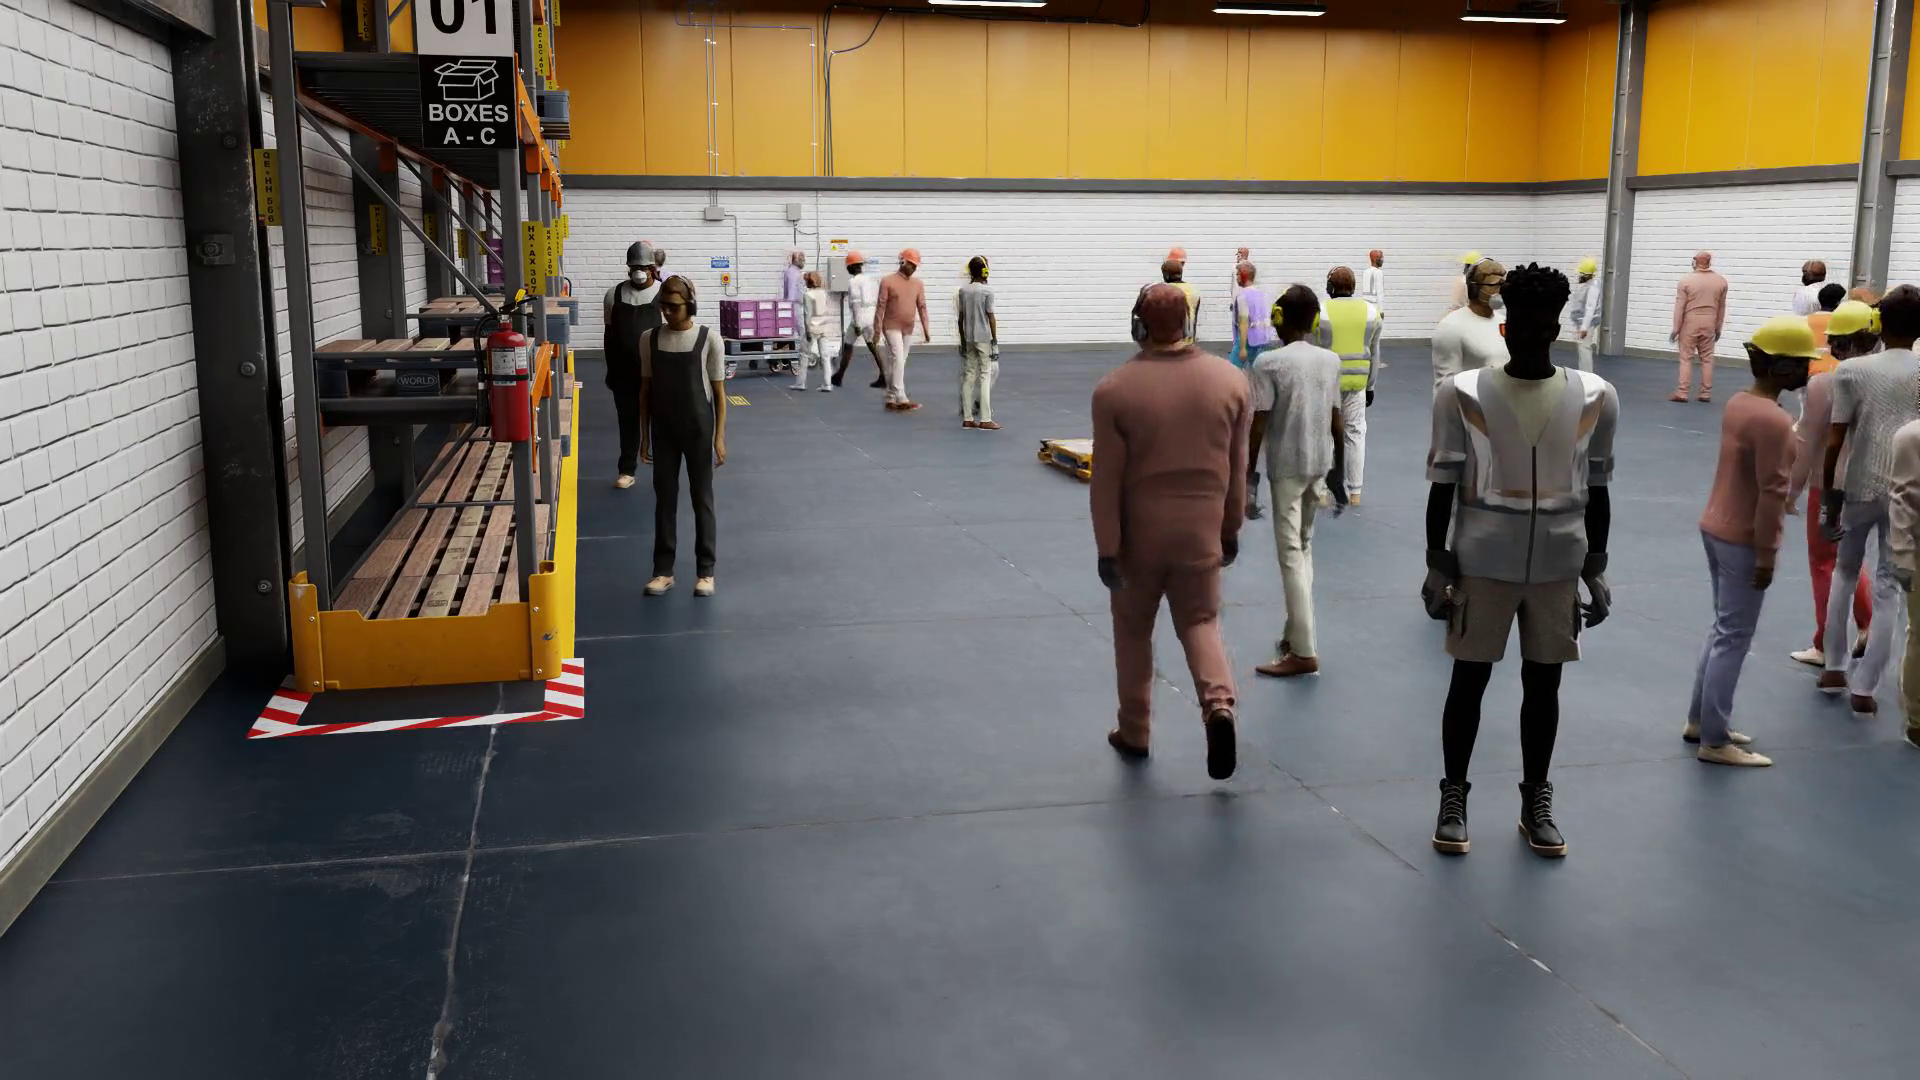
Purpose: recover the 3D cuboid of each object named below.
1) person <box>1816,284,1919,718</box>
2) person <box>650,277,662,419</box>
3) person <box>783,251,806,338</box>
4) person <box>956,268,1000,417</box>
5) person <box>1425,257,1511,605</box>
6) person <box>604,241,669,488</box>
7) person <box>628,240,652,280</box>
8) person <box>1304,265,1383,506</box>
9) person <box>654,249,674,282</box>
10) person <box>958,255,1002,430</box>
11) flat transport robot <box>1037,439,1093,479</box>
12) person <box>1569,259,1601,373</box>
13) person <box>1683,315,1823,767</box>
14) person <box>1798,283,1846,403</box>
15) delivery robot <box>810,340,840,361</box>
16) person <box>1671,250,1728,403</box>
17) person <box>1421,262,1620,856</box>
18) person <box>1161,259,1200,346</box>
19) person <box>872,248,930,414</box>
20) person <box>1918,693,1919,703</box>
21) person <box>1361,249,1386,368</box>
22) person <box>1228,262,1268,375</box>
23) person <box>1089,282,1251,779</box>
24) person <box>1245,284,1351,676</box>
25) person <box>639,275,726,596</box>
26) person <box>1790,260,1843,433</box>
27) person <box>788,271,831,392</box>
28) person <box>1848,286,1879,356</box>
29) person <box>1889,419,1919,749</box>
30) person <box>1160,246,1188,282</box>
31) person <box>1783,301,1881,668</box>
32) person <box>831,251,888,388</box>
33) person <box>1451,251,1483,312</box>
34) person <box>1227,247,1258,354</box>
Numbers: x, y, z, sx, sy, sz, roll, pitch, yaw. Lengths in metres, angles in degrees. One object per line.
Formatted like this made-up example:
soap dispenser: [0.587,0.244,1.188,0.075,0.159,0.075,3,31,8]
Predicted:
person: [4.015,-0.176,7.220,0.498,1.845,0.676,5,12,28]
person: [-3.417,-2.150,18.589,0.557,1.676,0.526,-2,10,-10]
person: [-2.738,-3.859,27.641,1.008,1.840,0.764,-2,10,-13]
person: [0.204,-2.311,19.110,0.490,1.819,0.617,8,13,38]
person: [2.852,-0.587,9.241,0.629,1.940,0.376,-8,13,-36]
person: [-2.605,-1.427,13.613,0.680,2.000,0.535,1,10,8]
person: [-5.197,-3.951,27.654,0.612,2.028,0.409,-8,13,-37]
person: [2.895,-1.173,12.761,0.627,1.844,0.429,-2,10,-9]
person: [-4.575,-3.396,24.885,0.662,1.902,0.640,-1,10,-6]
person: [0.209,-2.117,17.897,0.514,1.876,0.328,8,13,38]
flat transport robot: [1.203,-0.731,14.660,0.652,0.197,1.431,-3,11,-14]
person: [8.624,-2.987,22.999,0.406,1.790,0.721,2,10,9]
person: [3.093,0.003,6.485,0.368,1.755,0.535,1,10,5]
person: [7.909,-1.537,15.291,0.871,1.651,0.536,-10,14,-42]
delivery robot: [-2.271,-3.053,26.479,0.707,0.478,0.477,-7,12,-32]
person: [9.269,-2.677,20.913,0.651,1.906,0.403,0,10,-1]
person: [1.843,0.075,5.498,0.618,1.963,0.361,1,10,6]
person: [2.242,-2.040,17.581,0.619,1.839,0.430,-9,13,-40]
person: [-0.638,-2.457,19.606,0.645,1.937,0.823,-9,14,-42]
person: [3.014,0.408,4.679,0.541,1.584,0.877,8,13,37]
person: [6.612,-3.695,26.610,0.337,1.883,0.583,-3,11,-15]
person: [3.198,-2.168,18.415,0.985,1.799,0.588,7,13,35]
person: [0.799,-0.033,6.316,0.643,1.883,0.732,-2,10,-11]
person: [1.600,-0.285,7.919,0.597,1.830,0.580,-5,11,-27]
person: [-1.590,-0.589,9.532,0.505,1.838,0.349,1,10,8]
person: [8.928,-2.033,17.559,0.660,1.825,0.537,-5,11,-27]
person: [-2.022,-2.804,22.414,0.747,1.603,0.533,7,12,33]
person: [8.633,-1.621,15.891,0.508,1.606,0.746,-10,14,-43]
person: [3.853,0.079,6.447,0.520,1.605,0.509,0,10,-1]
person: [3.001,-3.250,23.940,0.673,1.955,0.687,7,13,36]
person: [4.192,-0.254,7.929,0.529,1.755,0.362,-4,11,-19]
person: [-1.404,-3.044,23.020,1.016,1.878,0.580,6,12,29]
person: [6.784,-2.861,22.012,0.983,1.874,0.613,0,10,-1]
person: [5.045,-4.289,29.842,0.404,1.906,0.651,9,14,42]
